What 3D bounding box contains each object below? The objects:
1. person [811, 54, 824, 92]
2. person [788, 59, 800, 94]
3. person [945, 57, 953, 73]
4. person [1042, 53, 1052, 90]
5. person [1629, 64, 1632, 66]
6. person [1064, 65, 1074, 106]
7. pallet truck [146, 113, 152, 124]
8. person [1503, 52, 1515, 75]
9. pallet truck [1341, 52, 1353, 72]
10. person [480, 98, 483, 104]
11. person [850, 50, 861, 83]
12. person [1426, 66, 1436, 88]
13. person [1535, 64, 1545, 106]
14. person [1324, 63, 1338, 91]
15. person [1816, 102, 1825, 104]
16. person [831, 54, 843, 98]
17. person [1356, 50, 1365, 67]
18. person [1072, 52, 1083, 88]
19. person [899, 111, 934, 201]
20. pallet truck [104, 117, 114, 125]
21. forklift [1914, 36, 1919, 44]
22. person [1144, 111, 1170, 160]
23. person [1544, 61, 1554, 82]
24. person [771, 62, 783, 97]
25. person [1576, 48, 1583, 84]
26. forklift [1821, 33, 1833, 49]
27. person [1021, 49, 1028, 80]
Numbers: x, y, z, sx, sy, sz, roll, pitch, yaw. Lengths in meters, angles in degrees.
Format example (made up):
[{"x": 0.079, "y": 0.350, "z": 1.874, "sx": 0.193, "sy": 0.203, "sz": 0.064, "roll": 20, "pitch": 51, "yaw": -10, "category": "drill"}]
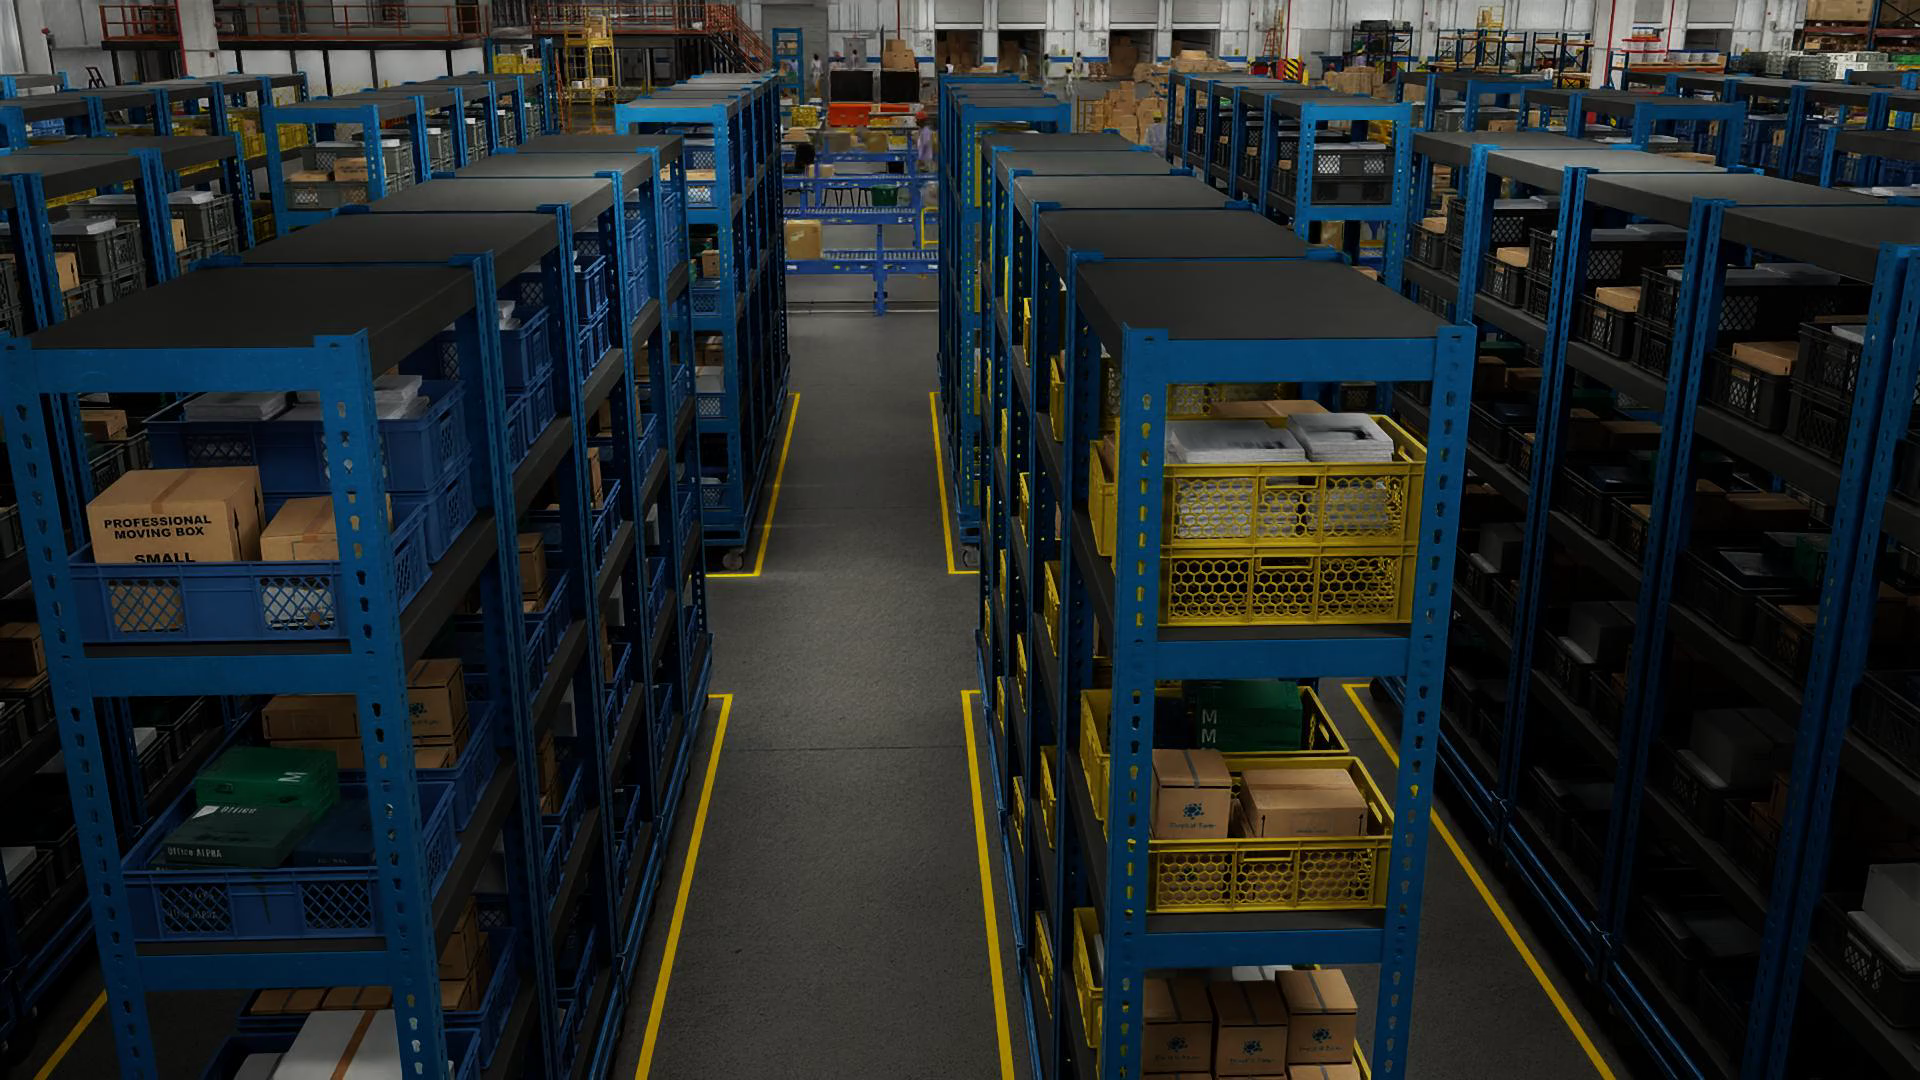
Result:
[{"x": -7.108, "y": -23.334, "z": 83.126, "sx": 0.599, "sy": 1.851, "sz": 0.880, "roll": -11, "pitch": 21, "yaw": -30, "category": "person"}, {"x": -8.050, "y": -22.660, "z": 80.917, "sx": 0.578, "sy": 1.920, "sz": 0.530, "roll": -5, "pitch": 19, "yaw": -15, "category": "person"}, {"x": -0.490, "y": -21.252, "z": 76.583, "sx": 0.379, "sy": 1.911, "sz": 0.589, "roll": 10, "pitch": 20, "yaw": 28, "category": "person"}, {"x": 4.426, "y": -23.916, "z": 84.954, "sx": 0.468, "sy": 1.828, "sz": 0.656, "roll": -1, "pitch": 18, "yaw": -4, "category": "person"}, {"x": 32.166, "y": -22.514, "z": 80.445, "sx": 0.630, "sy": 1.936, "sz": 0.366, "roll": -1, "pitch": 18, "yaw": -3, "category": "person"}, {"x": 4.666, "y": -19.542, "z": 71.575, "sx": 0.495, "sy": 1.723, "sz": 0.456, "roll": -13, "pitch": 22, "yaw": -35, "category": "person"}, {"x": -18.087, "y": -8.309, "z": 36.390, "sx": 1.885, "sy": 1.965, "sz": 0.823, "roll": -1, "pitch": 18, "yaw": -4, "category": "pallet truck"}, {"x": 26.538, "y": -22.638, "z": 80.661, "sx": 0.773, "sy": 2.000, "sz": 0.703, "roll": 6, "pitch": 19, "yaw": 18, "category": "person"}, {"x": 18.794, "y": -23.123, "z": 82.231, "sx": 0.823, "sy": 1.965, "sz": 1.885, "roll": -13, "pitch": 22, "yaw": -35, "category": "pallet truck"}, {"x": -17.348, "y": -15.991, "z": 60.412, "sx": 0.505, "sy": 1.842, "sz": 0.346, "roll": -14, "pitch": 23, "yaw": -38, "category": "person"}, {"x": -5.864, "y": -26.261, "z": 92.248, "sx": 0.612, "sy": 1.811, "sz": 0.920, "roll": 14, "pitch": 22, "yaw": 36, "category": "person"}, {"x": 18.218, "y": -17.315, "z": 64.305, "sx": 0.361, "sy": 1.965, "sz": 0.613, "roll": -4, "pitch": 18, "yaw": -11, "category": "person"}, {"x": 24.105, "y": -18.860, "z": 69.269, "sx": 0.512, "sy": 1.860, "sz": 0.325, "roll": -9, "pitch": 20, "yaw": -25, "category": "person"}, {"x": 15.421, "y": -18.883, "z": 69.259, "sx": 0.549, "sy": 1.913, "sz": 0.786, "roll": 5, "pitch": 19, "yaw": 15, "category": "person"}, {"x": 21.969, "y": -10.325, "z": 42.723, "sx": 0.546, "sy": 1.938, "sz": 0.361, "roll": 6, "pitch": 19, "yaw": 18, "category": "person"}, {"x": -5.772, "y": -21.836, "z": 78.256, "sx": 0.617, "sy": 1.992, "sz": 0.392, "roll": -13, "pitch": 22, "yaw": -35, "category": "person"}, {"x": 21.100, "y": -24.930, "z": 87.935, "sx": 0.584, "sy": 1.928, "sz": 0.373, "roll": -11, "pitch": 21, "yaw": -31, "category": "person"}, {"x": 6.157, "y": -24.730, "z": 87.491, "sx": 0.552, "sy": 1.826, "sz": 0.770, "roll": -2, "pitch": 18, "yaw": -5, "category": "person"}, {"x": -0.817, "y": -8.612, "z": 37.343, "sx": 1.056, "sy": 1.988, "sz": 0.627, "roll": -6, "pitch": 19, "yaw": -19, "category": "person"}, {"x": -18.367, "y": -7.885, "z": 35.078, "sx": 1.885, "sy": 1.965, "sz": 0.823, "roll": 1, "pitch": 18, "yaw": 2, "category": "pallet truck"}, {"x": 50.112, "y": -25.109, "z": 86.965, "sx": 1.129, "sy": 2.768, "sz": 1.873, "roll": -7, "pitch": 19, "yaw": -21, "category": "forklift"}, {"x": 4.754, "y": -9.455, "z": 40.262, "sx": 0.611, "sy": 1.778, "sz": 0.928, "roll": -1, "pitch": 18, "yaw": -3, "category": "person"}, {"x": 25.411, "y": -19.744, "z": 71.959, "sx": 0.355, "sy": 1.882, "sz": 0.576, "roll": 17, "pitch": 24, "yaw": 42, "category": "person"}, {"x": -7.816, "y": -19.445, "z": 71.005, "sx": 0.606, "sy": 1.897, "sz": 0.595, "roll": 12, "pitch": 21, "yaw": 32, "category": "person"}, {"x": 34.114, "y": -26.100, "z": 91.555, "sx": 0.595, "sy": 1.925, "sz": 0.371, "roll": -7, "pitch": 19, "yaw": -21, "category": "person"}, {"x": 43.362, "y": -23.988, "z": 83.493, "sx": 1.873, "sy": 2.768, "sz": 1.129, "roll": 13, "pitch": 22, "yaw": 35, "category": "forklift"}, {"x": 3.427, "y": -25.744, "z": 90.464, "sx": 0.828, "sy": 1.926, "sz": 0.612, "roll": -2, "pitch": 18, "yaw": -5, "category": "person"}]
